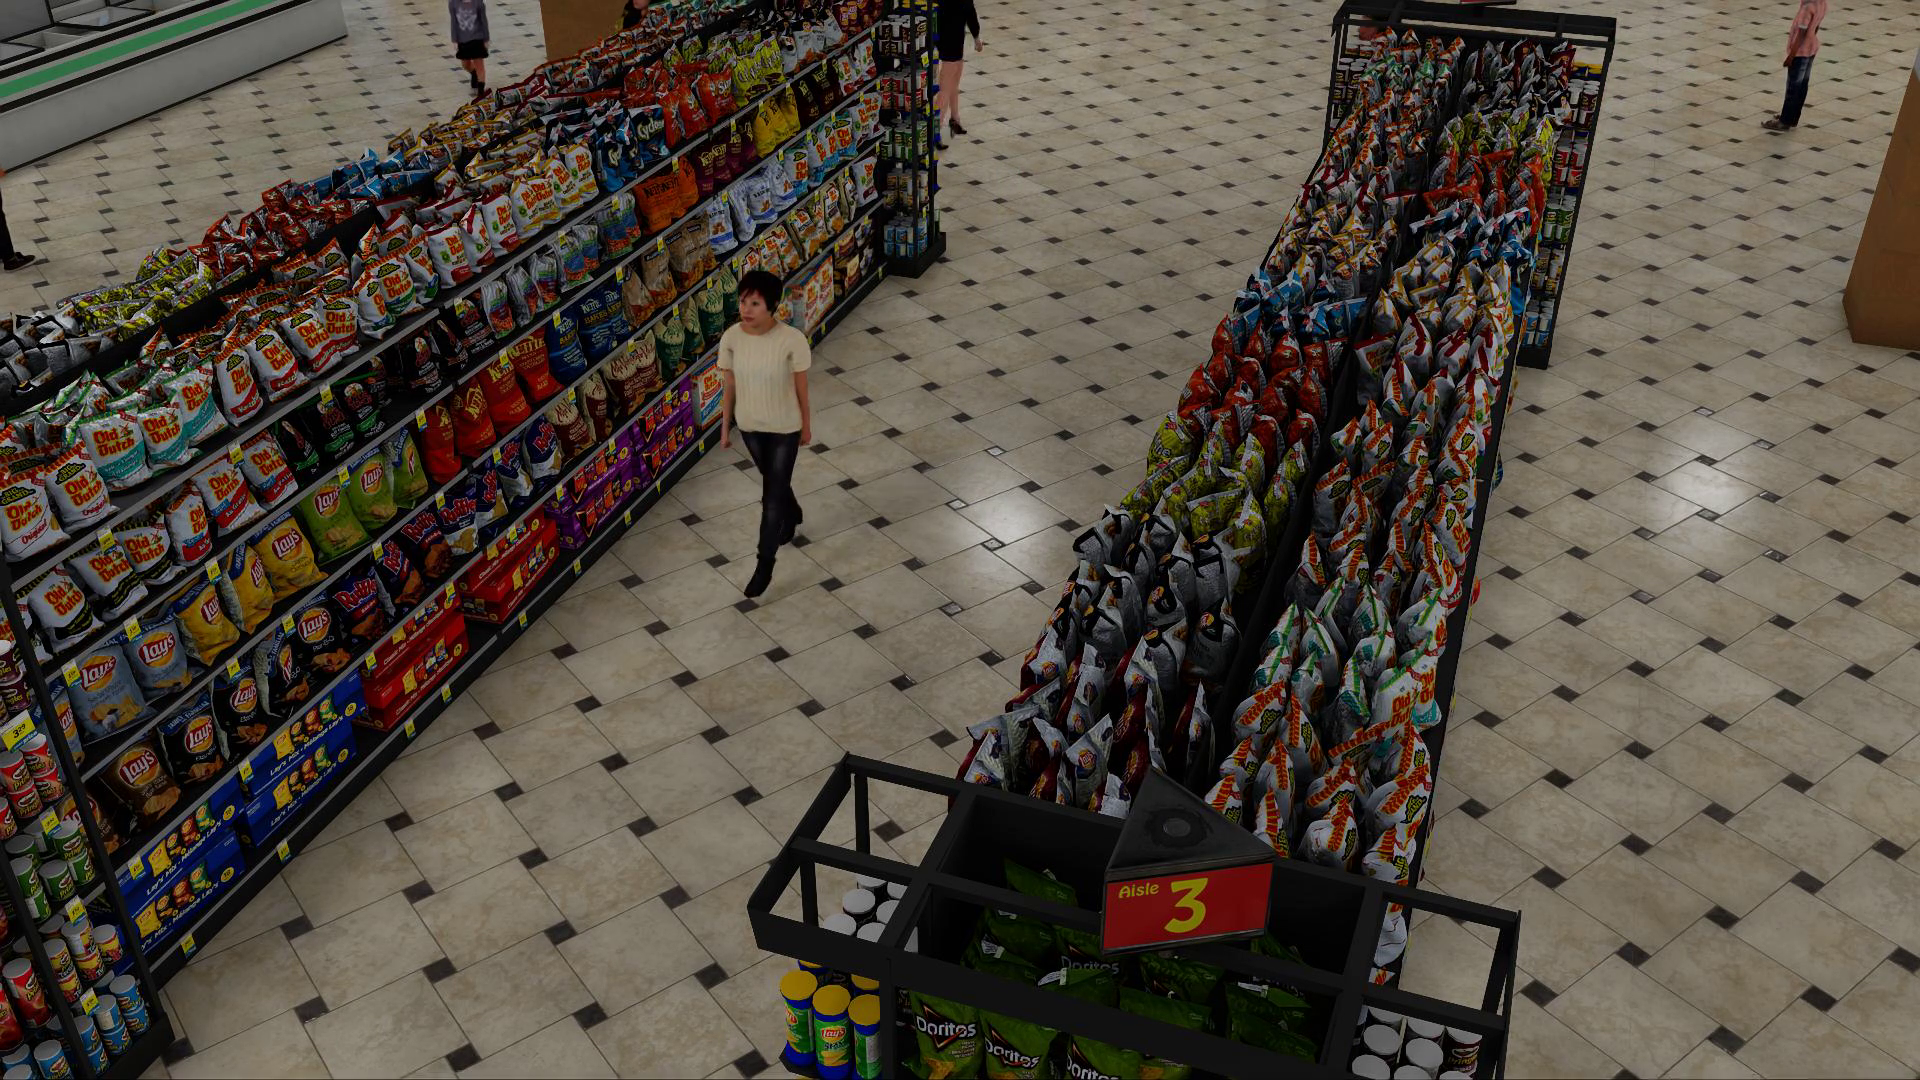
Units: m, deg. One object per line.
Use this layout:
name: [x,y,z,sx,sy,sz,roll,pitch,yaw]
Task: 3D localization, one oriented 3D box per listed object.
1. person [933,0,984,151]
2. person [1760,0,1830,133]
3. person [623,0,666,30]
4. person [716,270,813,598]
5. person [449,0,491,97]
person: [-0.145,-3.944,13.218,0.882,1.743,0.767,-26,40,-35]
person: [7.025,-4.074,13.841,0.555,1.306,0.645,-24,39,-33]
person: [-2.158,-3.182,11.908,0.629,1.834,0.524,9,33,15]
person: [-0.886,-0.563,7.972,0.589,1.545,0.974,11,34,17]
person: [-4.303,-4.437,14.621,0.643,1.098,0.754,-5,32,-7]
